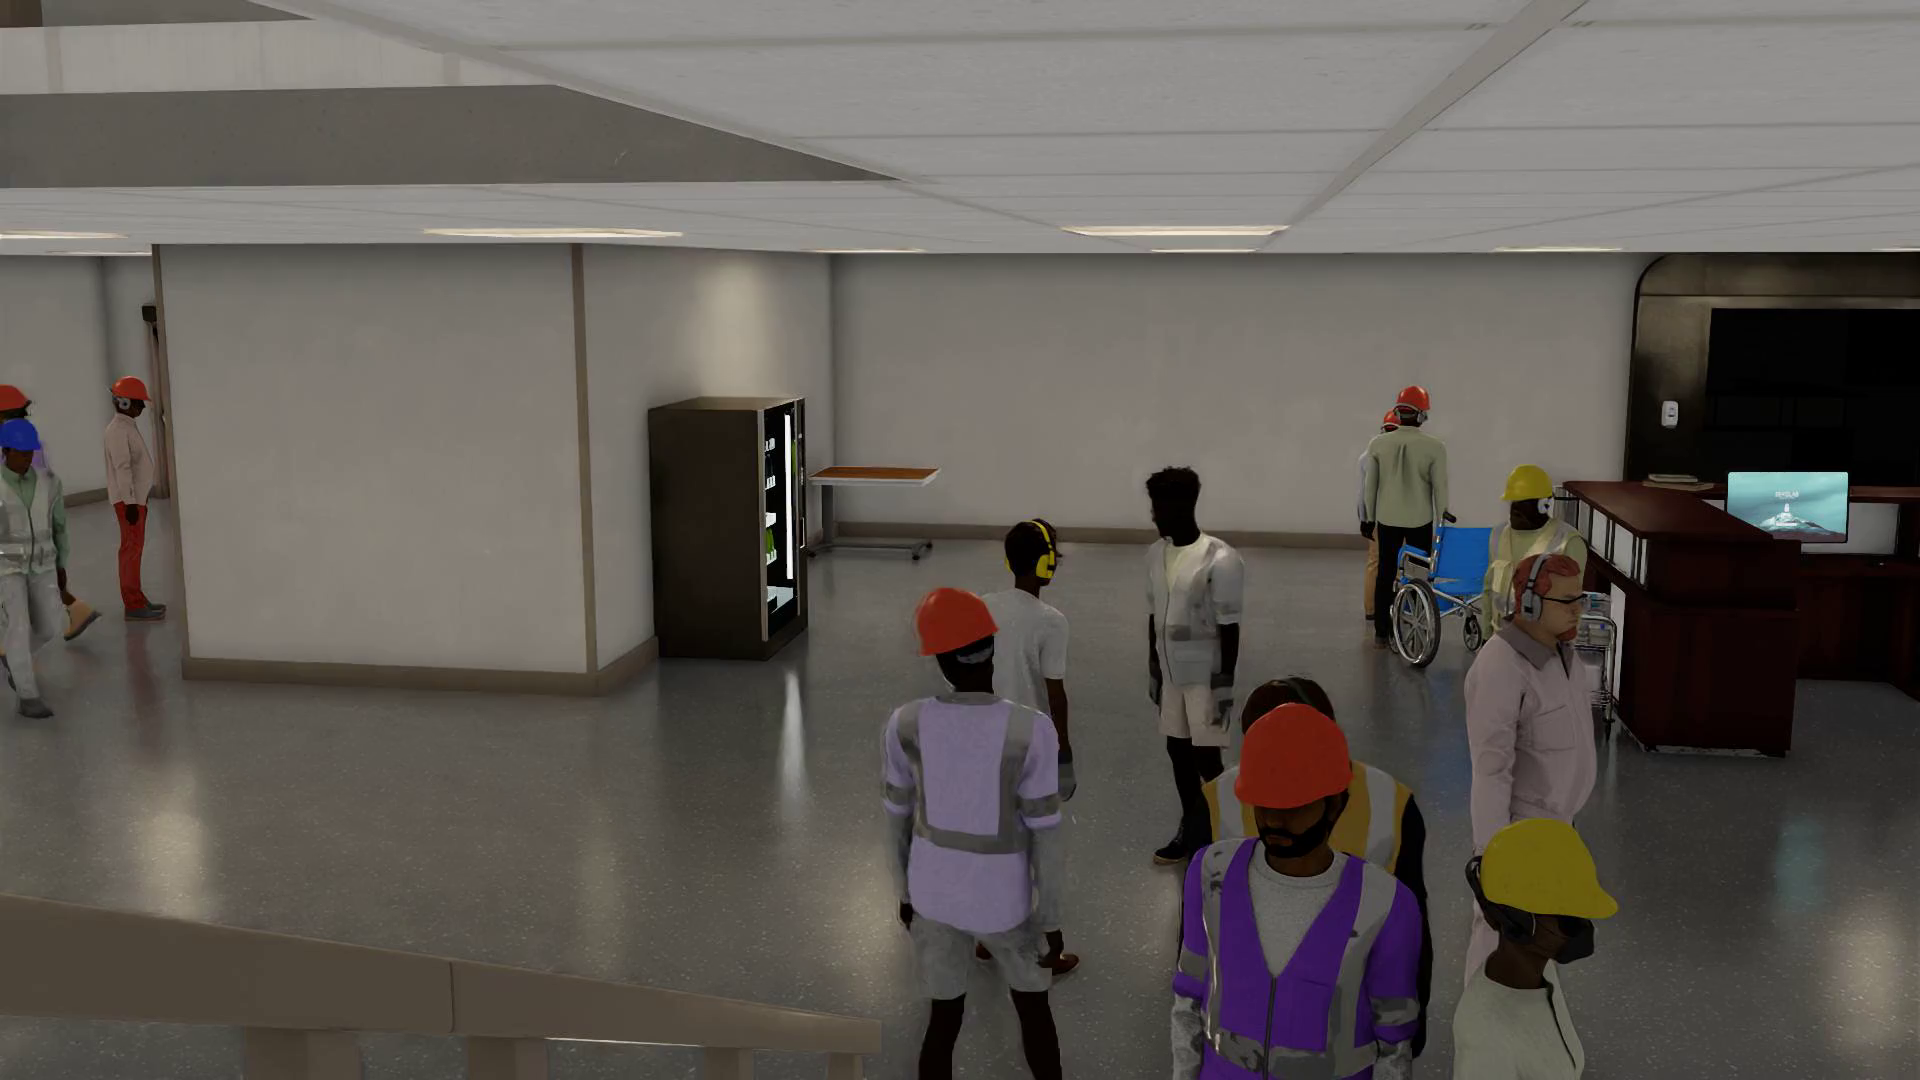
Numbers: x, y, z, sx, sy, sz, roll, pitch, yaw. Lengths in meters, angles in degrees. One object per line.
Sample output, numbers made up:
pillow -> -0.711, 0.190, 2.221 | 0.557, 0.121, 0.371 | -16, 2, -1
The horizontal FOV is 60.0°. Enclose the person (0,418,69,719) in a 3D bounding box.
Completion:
person -> -6.058, 0.167, 10.678 | 0.631, 1.924, 0.617 | 6, 11, 33

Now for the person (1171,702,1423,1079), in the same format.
person -> 0.708, 1.298, 3.647 | 0.542, 1.939, 0.362 | 5, 10, 27

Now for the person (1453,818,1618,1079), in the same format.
person -> 1.132, 1.421, 3.420 | 0.328, 1.769, 0.526 | 5, 10, 28

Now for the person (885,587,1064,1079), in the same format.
person -> 0.098, 1.067, 5.228 | 0.584, 1.891, 0.753 | 3, 10, 17

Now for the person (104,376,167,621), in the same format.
person -> -6.745, -0.337, 13.575 | 0.385, 1.990, 0.608 | -4, 10, -21

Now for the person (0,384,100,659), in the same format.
person -> -6.879, -0.150, 12.328 | 0.676, 2.030, 0.636 | -7, 12, -38

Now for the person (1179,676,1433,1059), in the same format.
person -> 0.906, 1.256, 4.406 | 0.659, 1.794, 0.682 | 2, 9, 12

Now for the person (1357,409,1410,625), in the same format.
person -> 3.484, -0.186, 13.409 | 0.564, 1.743, 0.348 | 7, 11, 36

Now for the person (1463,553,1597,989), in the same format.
person -> 1.976, 0.980, 5.752 | 0.399, 1.901, 0.650 | 8, 12, 39

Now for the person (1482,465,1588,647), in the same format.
person -> 3.057, 0.499, 8.958 | 0.414, 1.823, 0.598 | -6, 11, -35

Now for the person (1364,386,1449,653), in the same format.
person -> 3.339, -0.155, 12.436 | 0.625, 1.992, 0.389 | 6, 11, 31

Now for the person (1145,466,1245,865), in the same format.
person -> 1.078, 0.620, 7.812 | 0.411, 1.942, 0.621 | -6, 11, -31

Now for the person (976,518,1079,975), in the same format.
person -> 0.262, 0.840, 6.727 | 0.321, 1.861, 0.516 | -8, 12, -41
